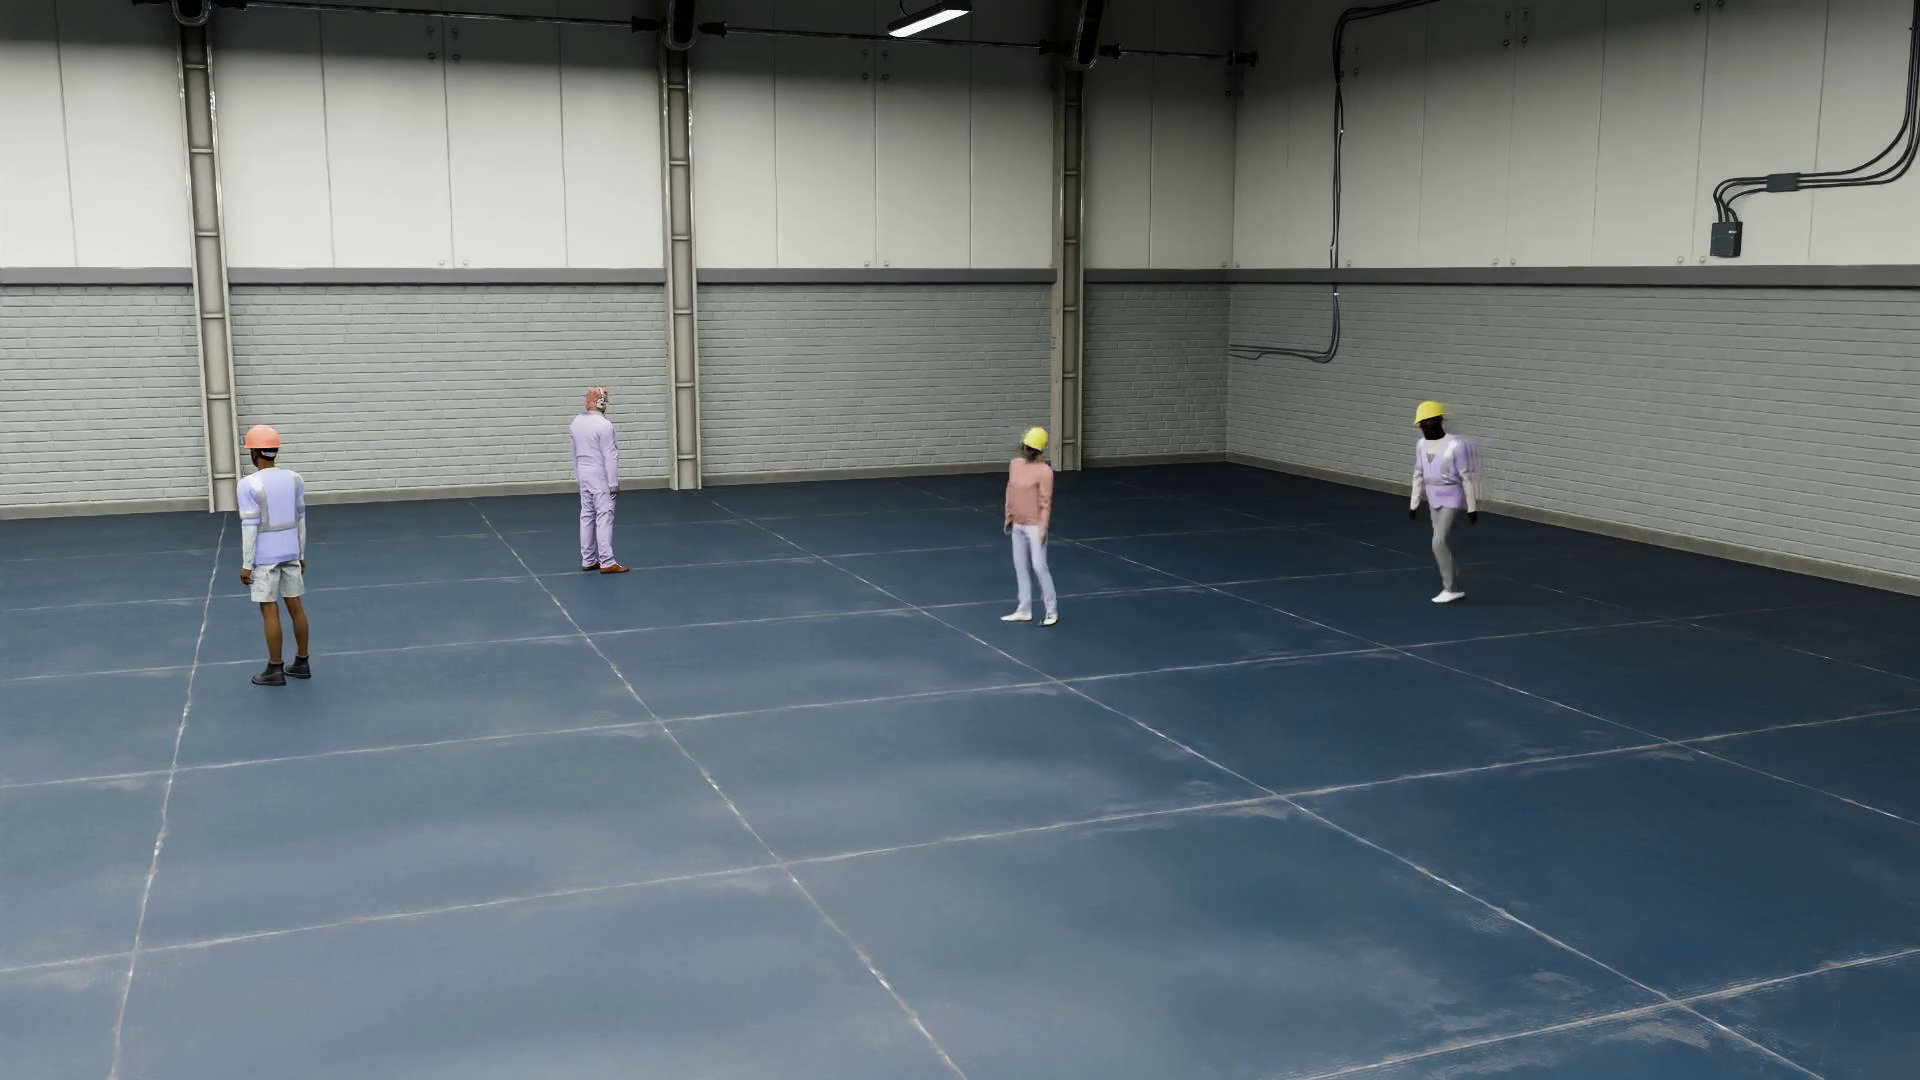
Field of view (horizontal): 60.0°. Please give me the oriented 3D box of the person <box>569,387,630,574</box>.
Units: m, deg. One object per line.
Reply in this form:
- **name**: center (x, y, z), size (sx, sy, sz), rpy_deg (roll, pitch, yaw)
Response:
- **person**: center (-3.676, -0.607, 16.964), size (0.639, 1.904, 0.409), rpy_deg (8, 12, 41)

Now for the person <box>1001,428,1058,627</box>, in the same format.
- **person**: center (0.636, -0.114, 14.434), size (0.355, 1.729, 0.608), rpy_deg (-7, 11, -36)

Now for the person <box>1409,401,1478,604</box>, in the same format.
- **person**: center (4.461, -0.342, 15.353), size (0.619, 1.878, 0.601), rpy_deg (-4, 10, -22)

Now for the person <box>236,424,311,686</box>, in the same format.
- **person**: center (-5.106, 0.113, 12.330), size (0.379, 1.937, 0.548), rpy_deg (5, 10, 30)
